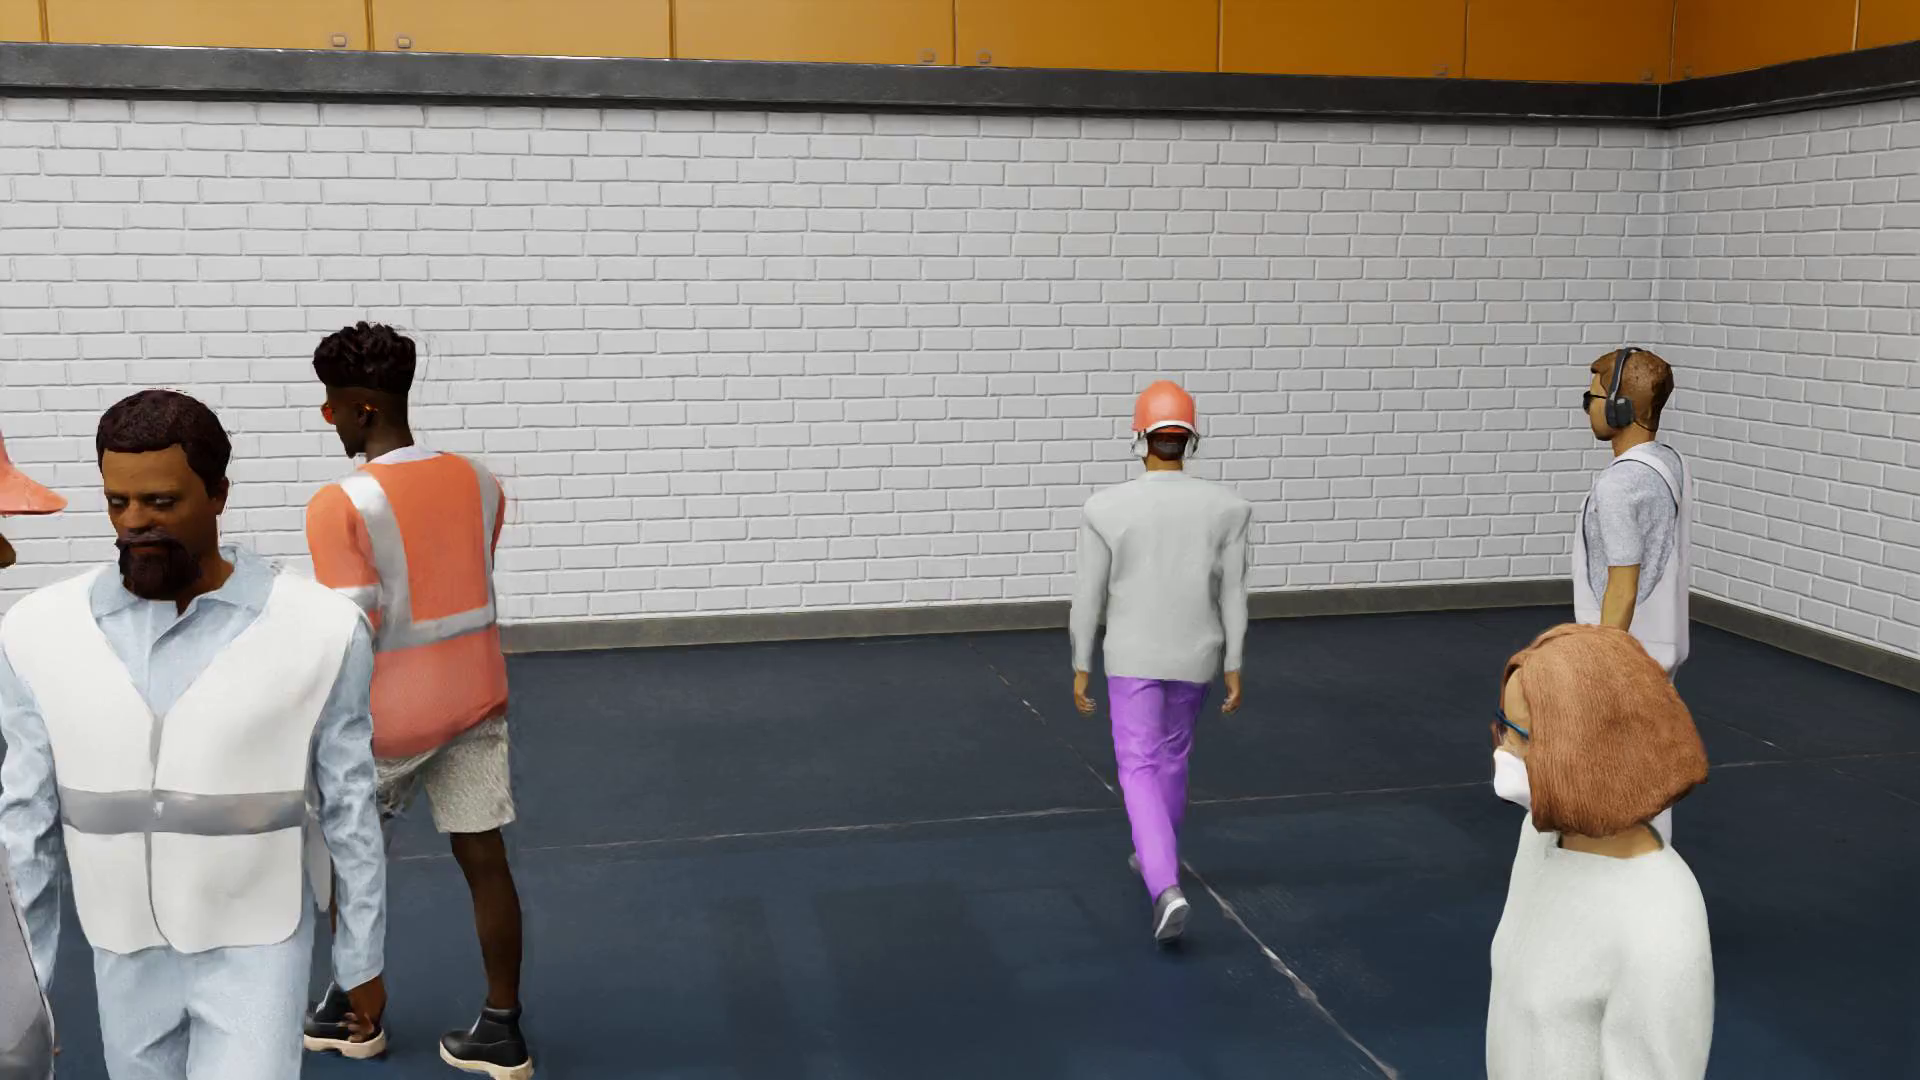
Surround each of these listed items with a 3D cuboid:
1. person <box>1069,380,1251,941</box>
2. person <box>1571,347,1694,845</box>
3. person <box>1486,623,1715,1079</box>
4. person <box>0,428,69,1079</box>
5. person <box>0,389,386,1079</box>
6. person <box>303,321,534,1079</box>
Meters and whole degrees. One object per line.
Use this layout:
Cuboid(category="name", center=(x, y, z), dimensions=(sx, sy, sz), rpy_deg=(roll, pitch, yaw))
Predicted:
Cuboid(category="person", center=(0.640, 0.360, 5.251), dimensions=(0.569, 1.726, 0.805), rpy_deg=(-2, 9, -10))
Cuboid(category="person", center=(1.936, 0.364, 4.854), dimensions=(0.325, 1.843, 0.517), rpy_deg=(8, 12, 40))
Cuboid(category="person", center=(0.812, 0.910, 2.199), dimensions=(0.275, 1.627, 0.504), rpy_deg=(0, 9, 2))
Cuboid(category="person", center=(-1.208, 0.786, 1.775), dimensions=(0.865, 2.024, 0.612), rpy_deg=(-5, 11, -27))
Cuboid(category="person", center=(-1.286, 0.673, 2.852), dimensions=(0.592, 1.886, 0.889), rpy_deg=(-1, 9, -5))
Cuboid(category="person", center=(-1.454, 0.415, 4.264), dimensions=(0.857, 1.927, 0.628), rpy_deg=(6, 11, 33))
